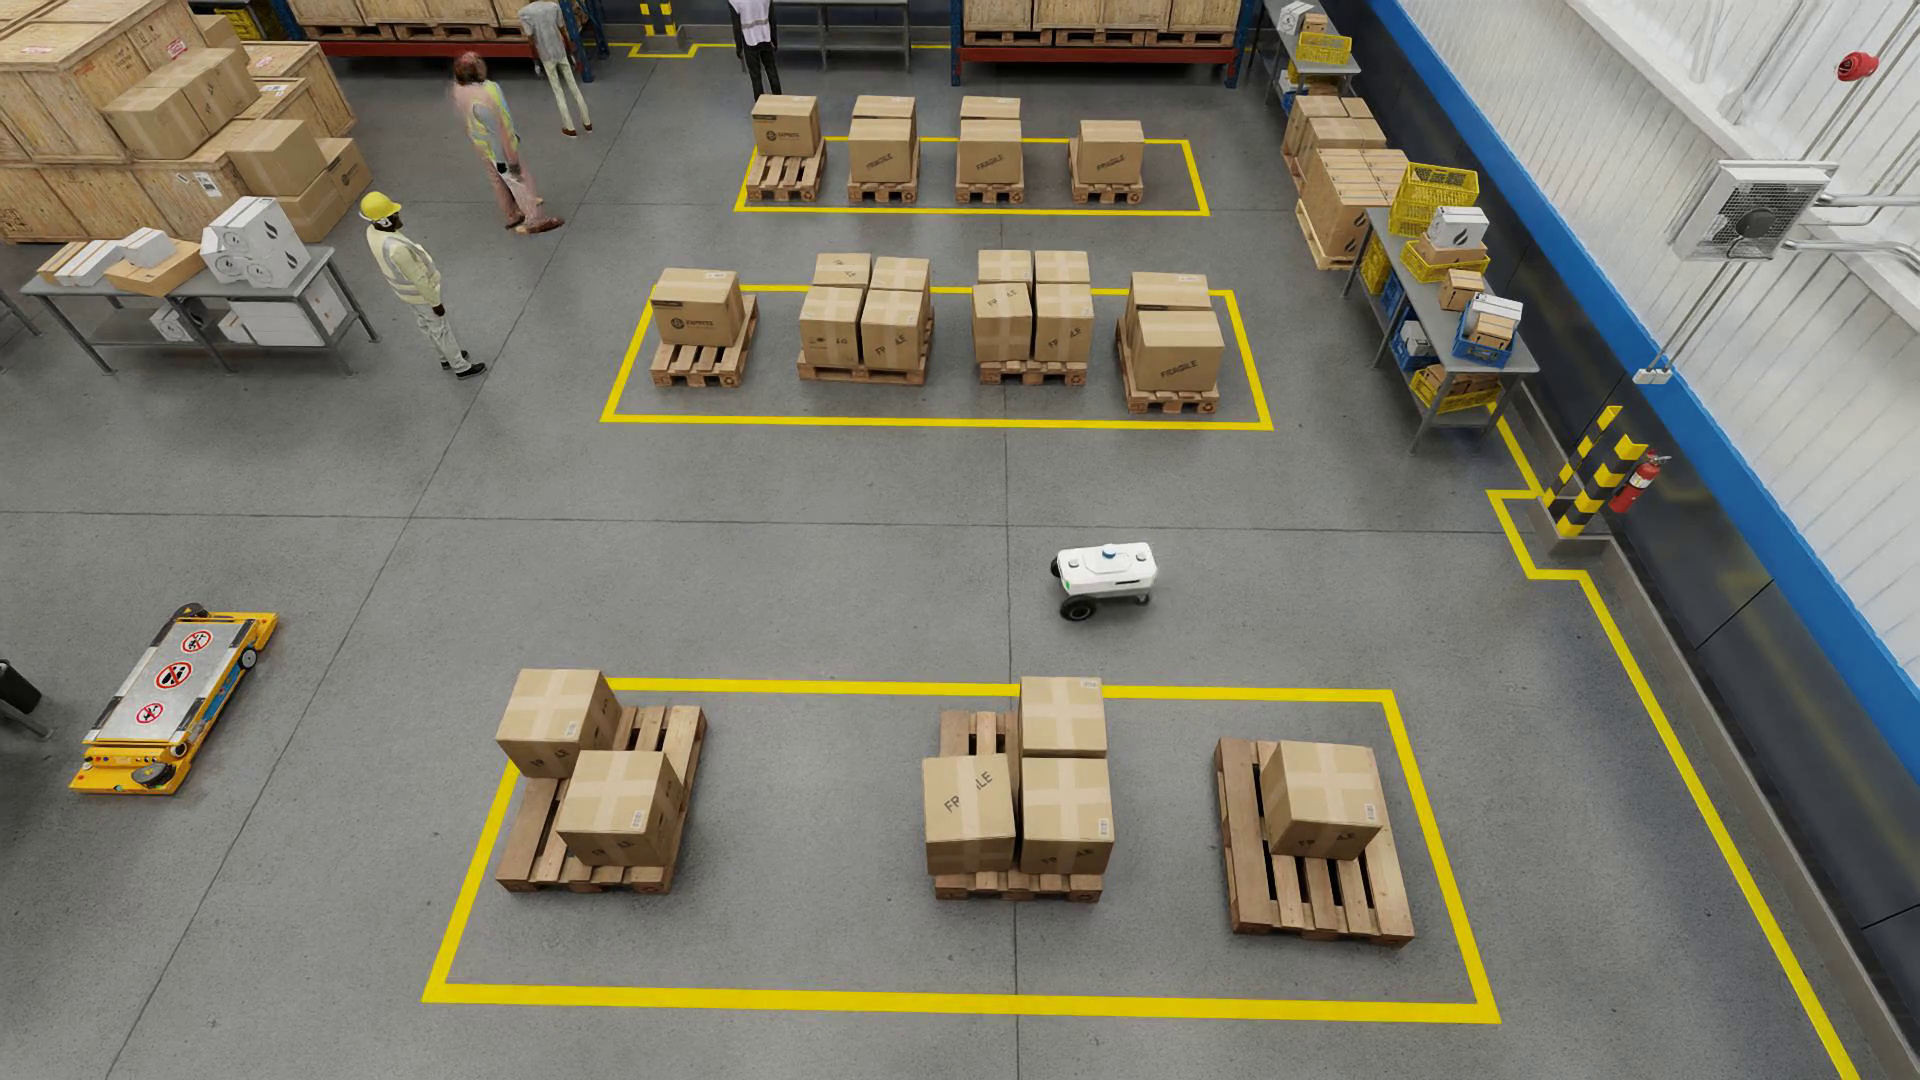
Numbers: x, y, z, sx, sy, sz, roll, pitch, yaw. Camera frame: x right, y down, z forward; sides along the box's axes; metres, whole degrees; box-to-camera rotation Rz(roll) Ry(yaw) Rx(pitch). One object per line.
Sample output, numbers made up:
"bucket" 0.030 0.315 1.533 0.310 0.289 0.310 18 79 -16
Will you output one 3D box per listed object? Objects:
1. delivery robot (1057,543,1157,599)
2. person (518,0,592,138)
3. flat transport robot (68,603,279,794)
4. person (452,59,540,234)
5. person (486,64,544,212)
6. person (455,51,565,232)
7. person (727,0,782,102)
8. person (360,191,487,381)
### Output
"delivery robot" 1.103 0.220 6.919 0.707 0.478 0.477 -5 50 -4
"person" -5.050 -5.969 11.364 0.521 1.865 0.336 -29 56 -22
"flat transport robot" -5.504 1.072 6.442 0.652 0.197 1.431 1 50 1
"person" -4.990 -4.237 9.913 0.429 1.842 0.630 -13 51 -11
"person" -5.101 -4.469 10.200 0.322 1.699 0.536 8 50 7
"person" -4.939 -4.272 9.928 0.700 1.888 0.592 32 57 24
"person" -2.581 -6.337 11.641 0.593 1.918 0.391 -26 55 -21
"person" -4.854 -2.260 8.245 0.591 1.833 0.403 33 57 25
